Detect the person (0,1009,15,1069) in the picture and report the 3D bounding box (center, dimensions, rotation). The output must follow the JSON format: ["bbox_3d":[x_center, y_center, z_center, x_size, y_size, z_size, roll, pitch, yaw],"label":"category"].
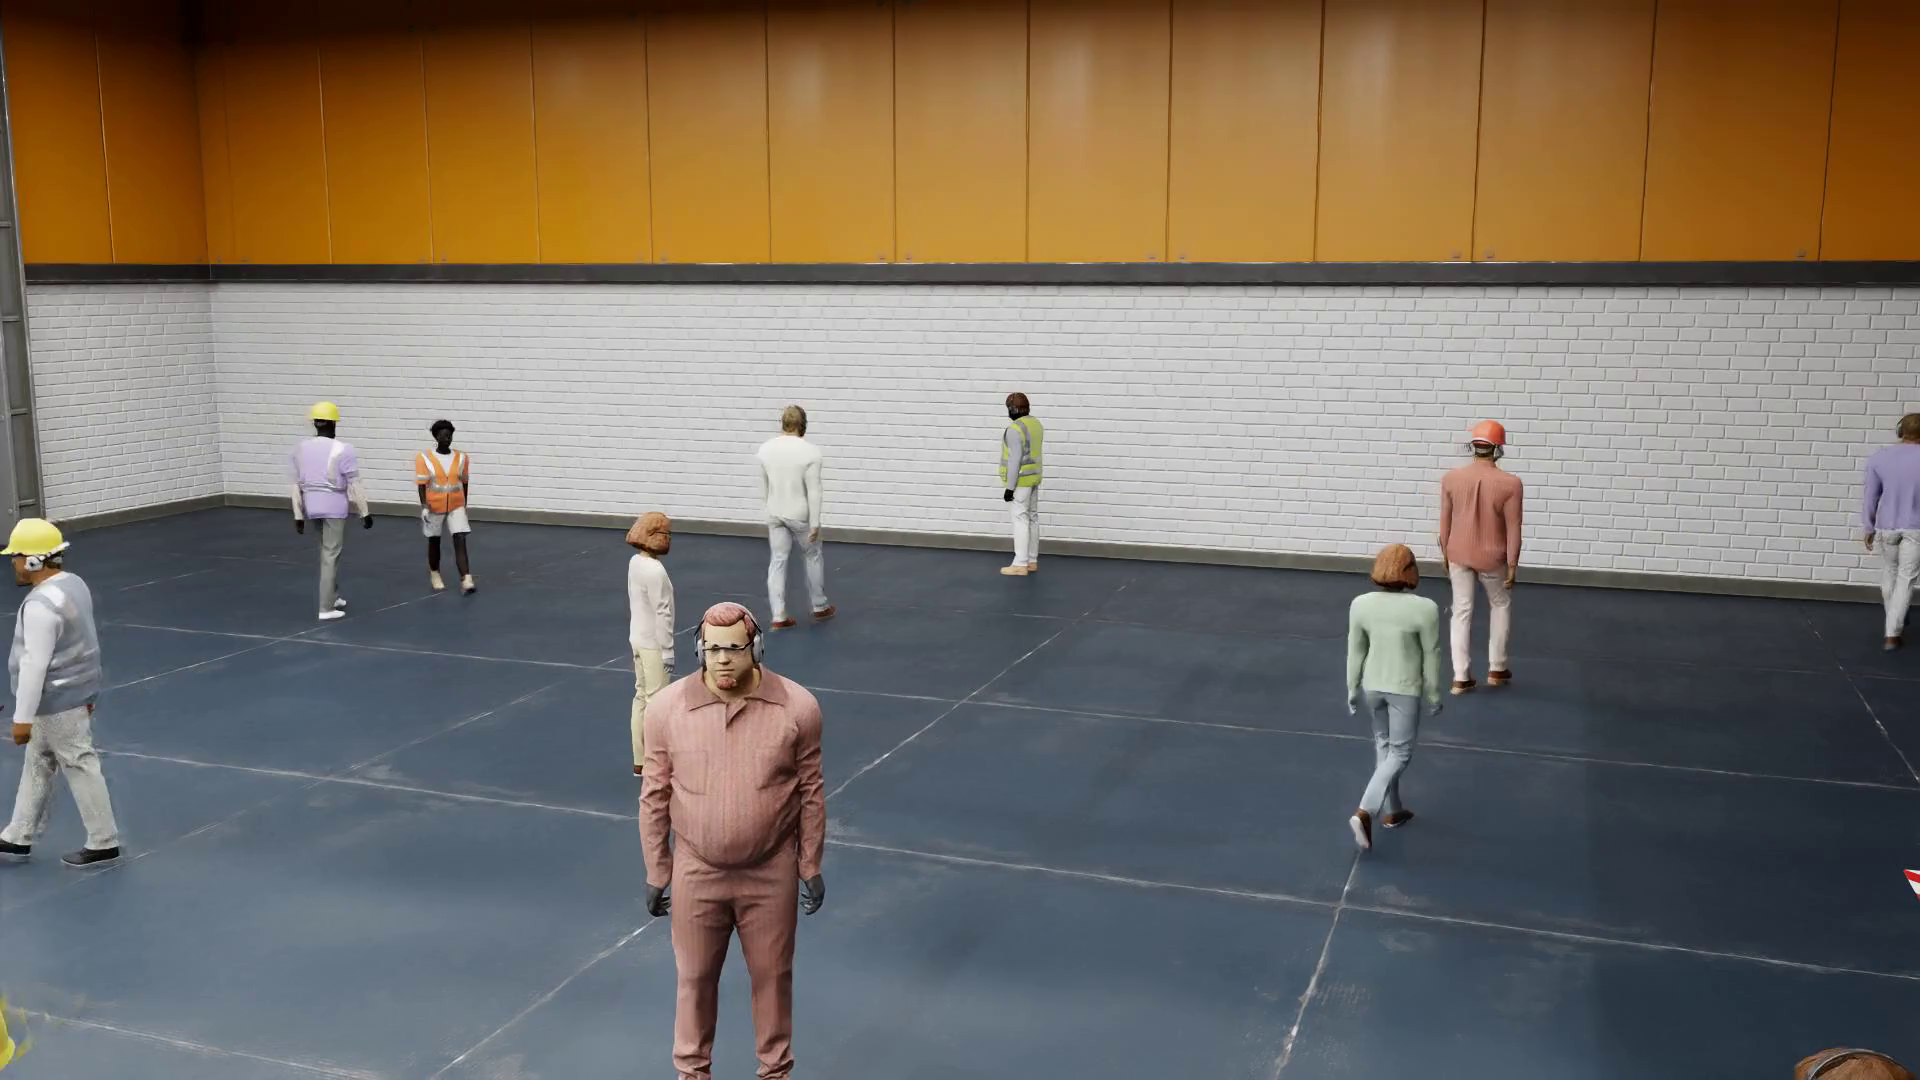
[{"bbox_3d":[-1.679,1.654,2.789,0.612,1.876,0.954,2,9,10],"label":"person"}]

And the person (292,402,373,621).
[{"bbox_3d":[-5.505,-0.263,14.653,0.614,1.899,0.772,3,10,16],"label":"person"}]

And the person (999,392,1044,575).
[{"bbox_3d":[0.603,-0.563,16.704,0.430,1.836,0.623,5,10,27],"label":"person"}]

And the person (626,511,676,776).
[{"bbox_3d":[-1.815,0.639,9.871,0.282,1.632,0.500,-5,11,-29],"label":"person"}]

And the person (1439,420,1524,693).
[{"bbox_3d":[3.805,0.111,12.111,0.617,1.970,0.747,5,11,31],"label":"person"}]

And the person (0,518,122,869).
[{"bbox_3d":[-4.688,0.794,8.363,0.821,1.801,0.621,-2,9,-15],"label":"person"}]

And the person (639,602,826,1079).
[{"bbox_3d":[-0.792,1.153,5.834,0.651,1.906,0.401,-1,9,-6],"label":"person"}]

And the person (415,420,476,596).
[{"bbox_3d":[-4.838,-0.304,15.627,0.538,1.645,0.884,-6,11,-31],"label":"person"}]

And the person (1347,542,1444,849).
[{"bbox_3d":[2.275,0.813,8.862,0.496,1.607,0.758,9,12,43],"label":"person"}]

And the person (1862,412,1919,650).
[{"bbox_3d":[7.770,-0.092,13.567,0.937,1.901,0.645,-8,12,-41],"label":"person"}]

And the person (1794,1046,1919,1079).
[{"bbox_3d":[1.369,1.694,2.670,0.630,1.846,0.429,6,11,32],"label":"person"}]

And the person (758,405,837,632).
[{"bbox_3d":[-1.380,-0.200,14.241,0.634,1.909,0.867,4,10,21],"label":"person"}]
